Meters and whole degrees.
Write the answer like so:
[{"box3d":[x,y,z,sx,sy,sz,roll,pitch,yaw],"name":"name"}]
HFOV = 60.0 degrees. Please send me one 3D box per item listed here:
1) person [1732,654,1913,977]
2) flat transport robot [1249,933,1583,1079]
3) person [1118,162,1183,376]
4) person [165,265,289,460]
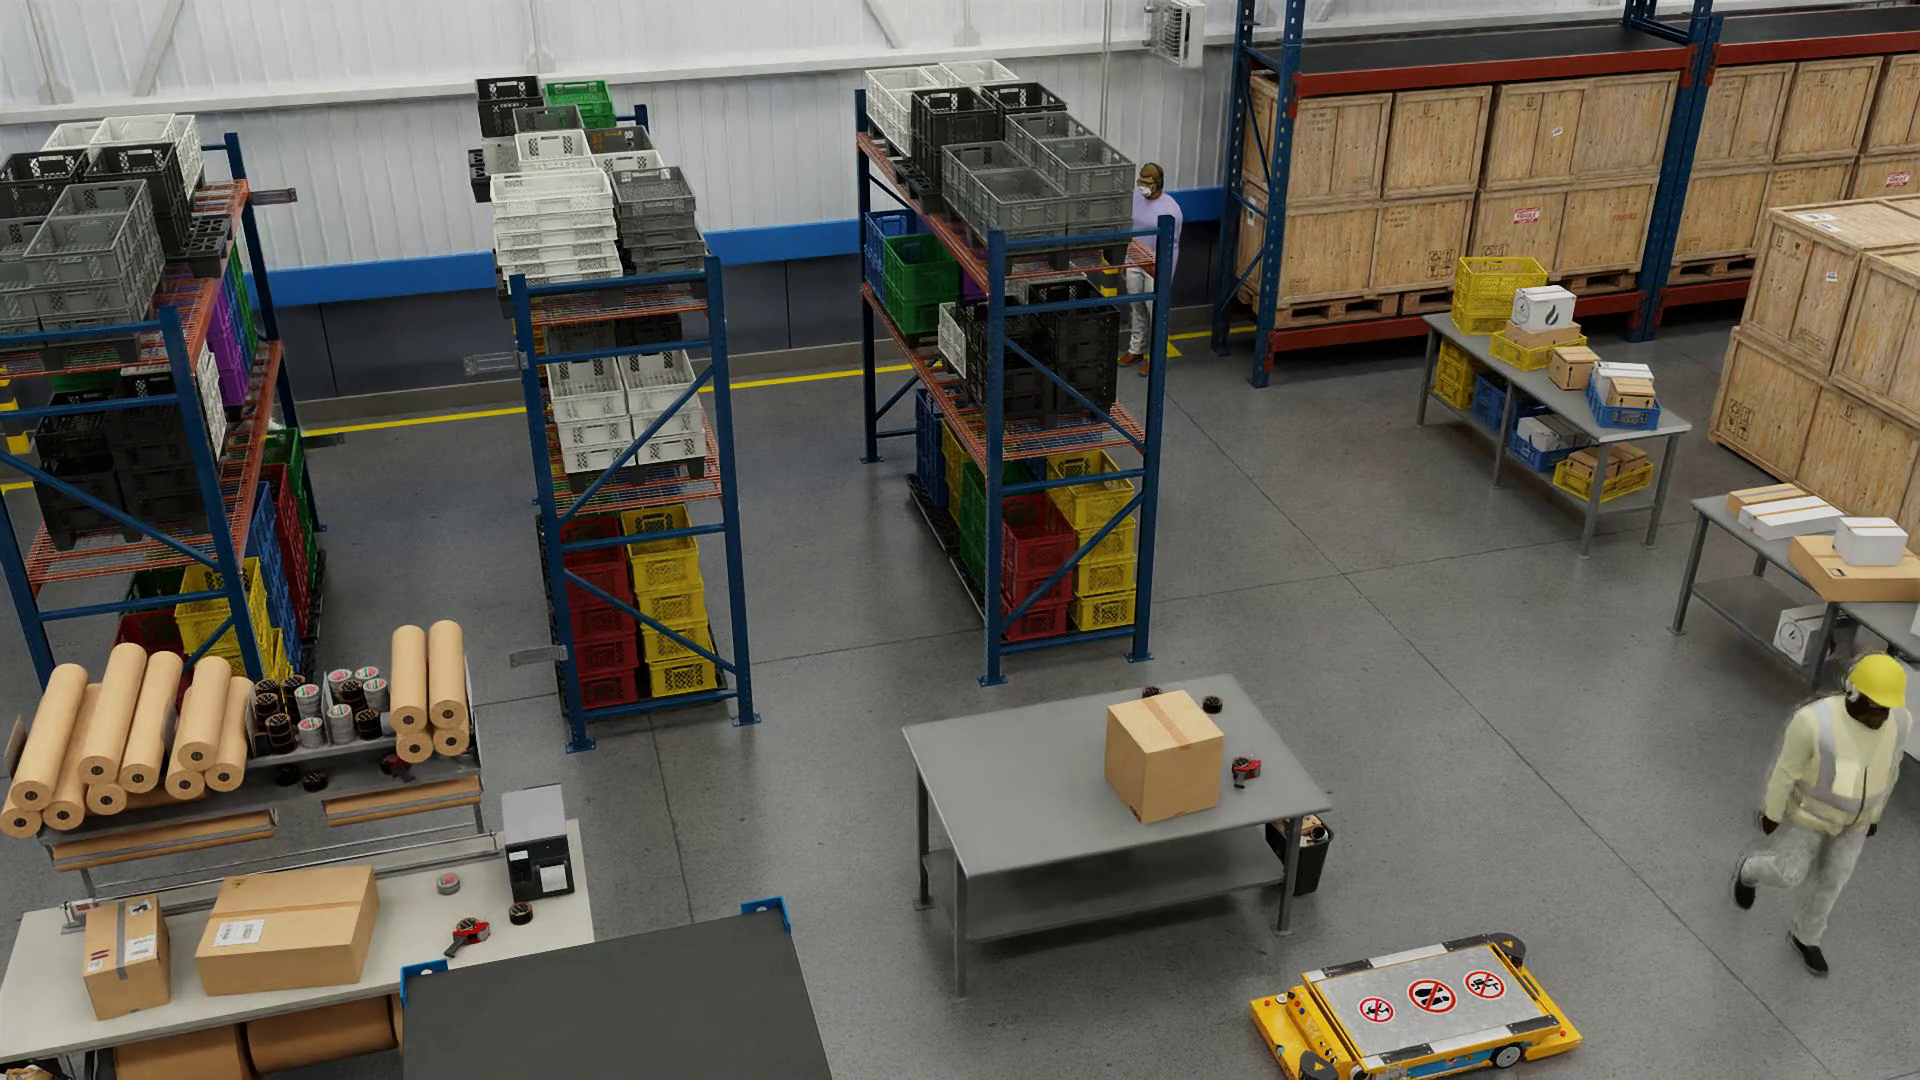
[{"box3d":[4.258,1.277,8.214,0.596,1.811,0.592,-2,29,-3],"name":"person"},{"box3d":[2.184,2.282,7.980,1.431,0.197,0.652,-8,30,-14],"name":"flat transport robot"},{"box3d":[1.685,-2.426,14.840,0.374,1.933,0.625,-22,35,-34],"name":"person"},{"box3d":[-5.778,-1.361,12.986,0.876,1.856,0.575,-22,36,-34],"name":"person"}]
